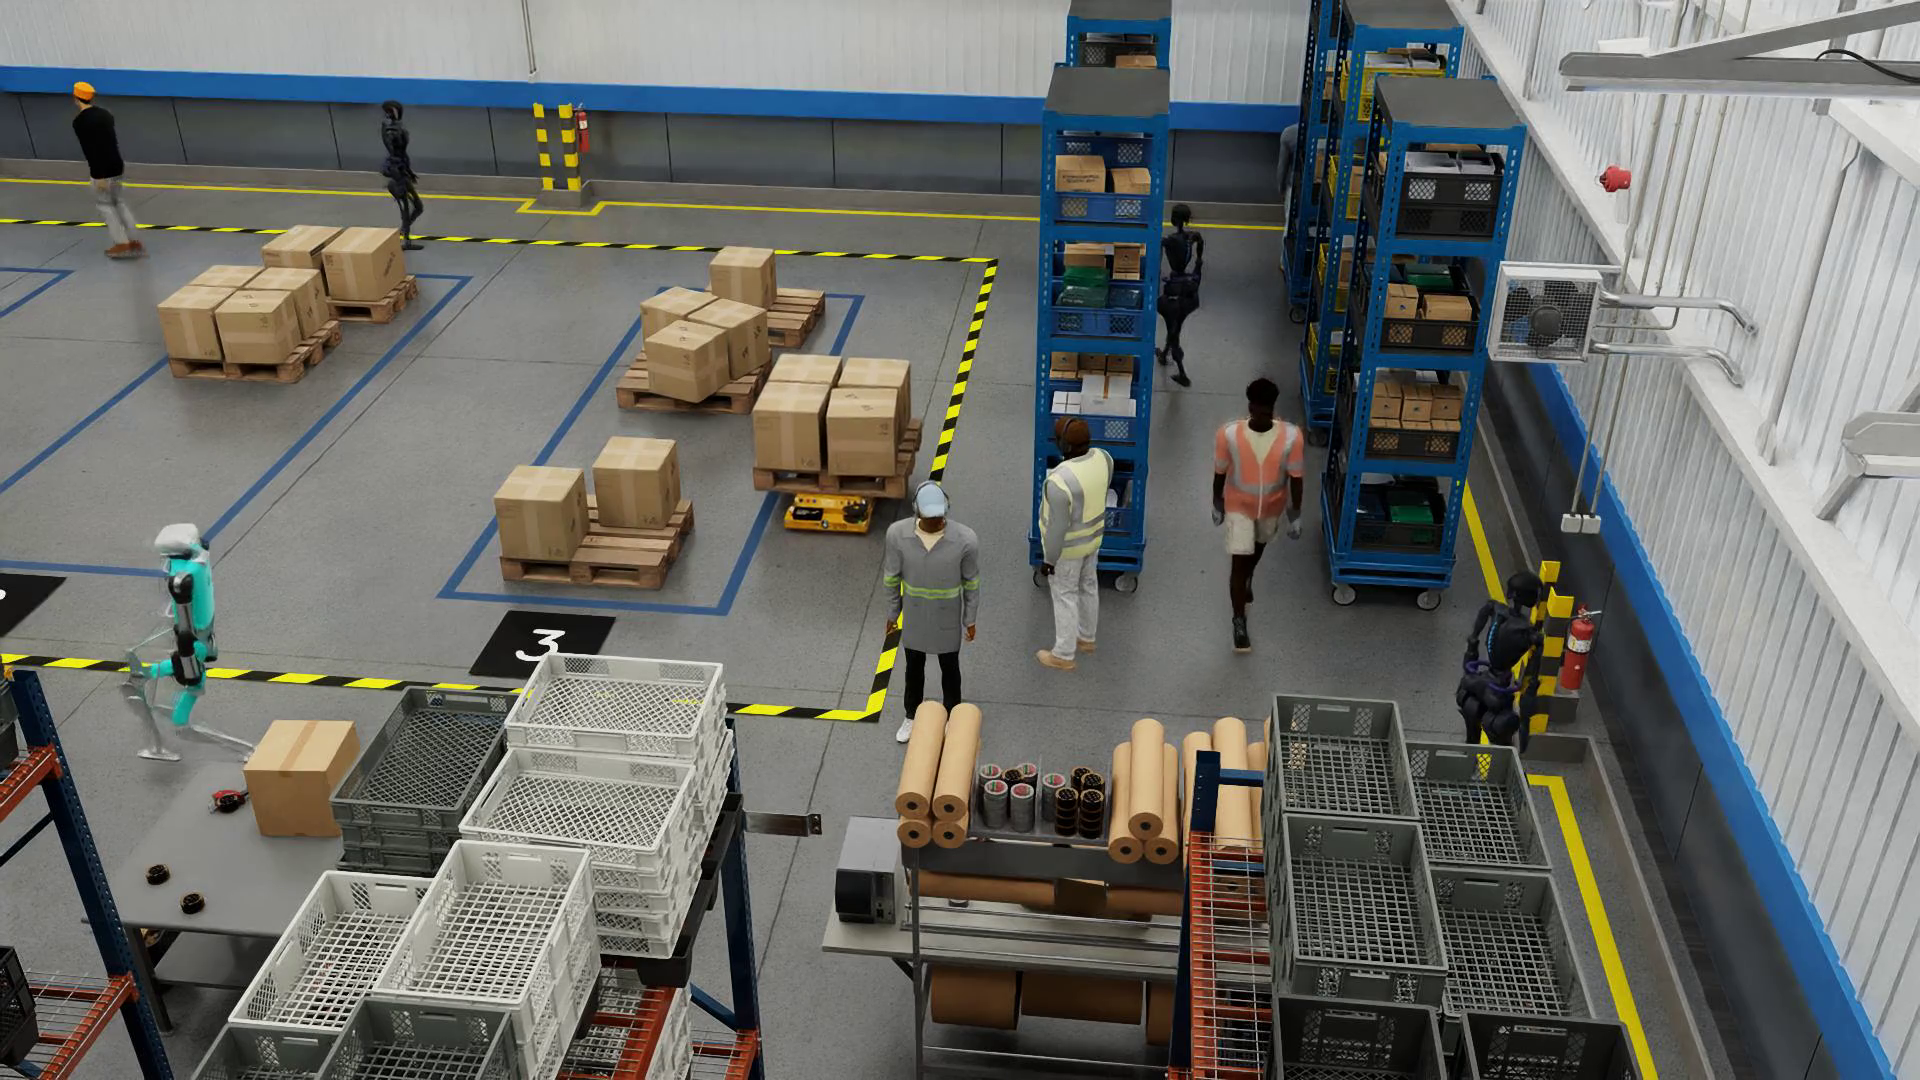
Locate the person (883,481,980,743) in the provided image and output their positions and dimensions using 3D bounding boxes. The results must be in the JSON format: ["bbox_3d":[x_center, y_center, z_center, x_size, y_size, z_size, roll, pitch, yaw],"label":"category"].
[{"bbox_3d":[-0.182,0.466,10.297,0.597,1.851,0.381,4,31,8],"label":"person"}]

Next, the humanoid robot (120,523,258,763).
[{"bbox_3d":[-4.793,0.717,10.035,1.047,1.752,0.540,-5,31,-9],"label":"humanoid robot"}]

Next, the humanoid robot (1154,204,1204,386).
[{"bbox_3d":[1.934,-2.263,15.188,0.610,1.634,0.716,-15,34,-24],"label":"humanoid robot"}]

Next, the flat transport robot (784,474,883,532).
[{"bbox_3d":[-0.970,-0.511,13.524,0.652,0.197,1.431,3,30,6],"label":"flat transport robot"}]

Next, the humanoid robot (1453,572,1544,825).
[{"bbox_3d":[3.073,0.935,9.675,0.472,1.644,0.616,-13,33,-21],"label":"humanoid robot"}]

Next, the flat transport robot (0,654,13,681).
[{"bbox_3d":[-7.142,0.969,11.010,1.431,0.231,0.659,3,30,6],"label":"flat transport robot"}]

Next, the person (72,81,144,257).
[{"bbox_3d":[-9.252,-4.014,18.004,0.500,1.841,0.602,6,31,10],"label":"person"}]

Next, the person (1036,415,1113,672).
[{"bbox_3d":[0.735,0.016,11.085,0.429,1.839,0.633,22,36,32],"label":"person"}]

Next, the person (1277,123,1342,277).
[{"bbox_3d":[3.607,-3.683,17.357,0.620,1.932,0.372,4,30,7],"label":"person"}]

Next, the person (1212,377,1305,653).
[{"bbox_3d":[2.035,-0.237,11.449,0.610,1.917,0.998,0,30,0],"label":"person"}]

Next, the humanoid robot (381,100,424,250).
[{"bbox_3d":[-6.106,-3.958,18.069,0.375,1.642,0.610,-2,30,-3],"label":"humanoid robot"}]
